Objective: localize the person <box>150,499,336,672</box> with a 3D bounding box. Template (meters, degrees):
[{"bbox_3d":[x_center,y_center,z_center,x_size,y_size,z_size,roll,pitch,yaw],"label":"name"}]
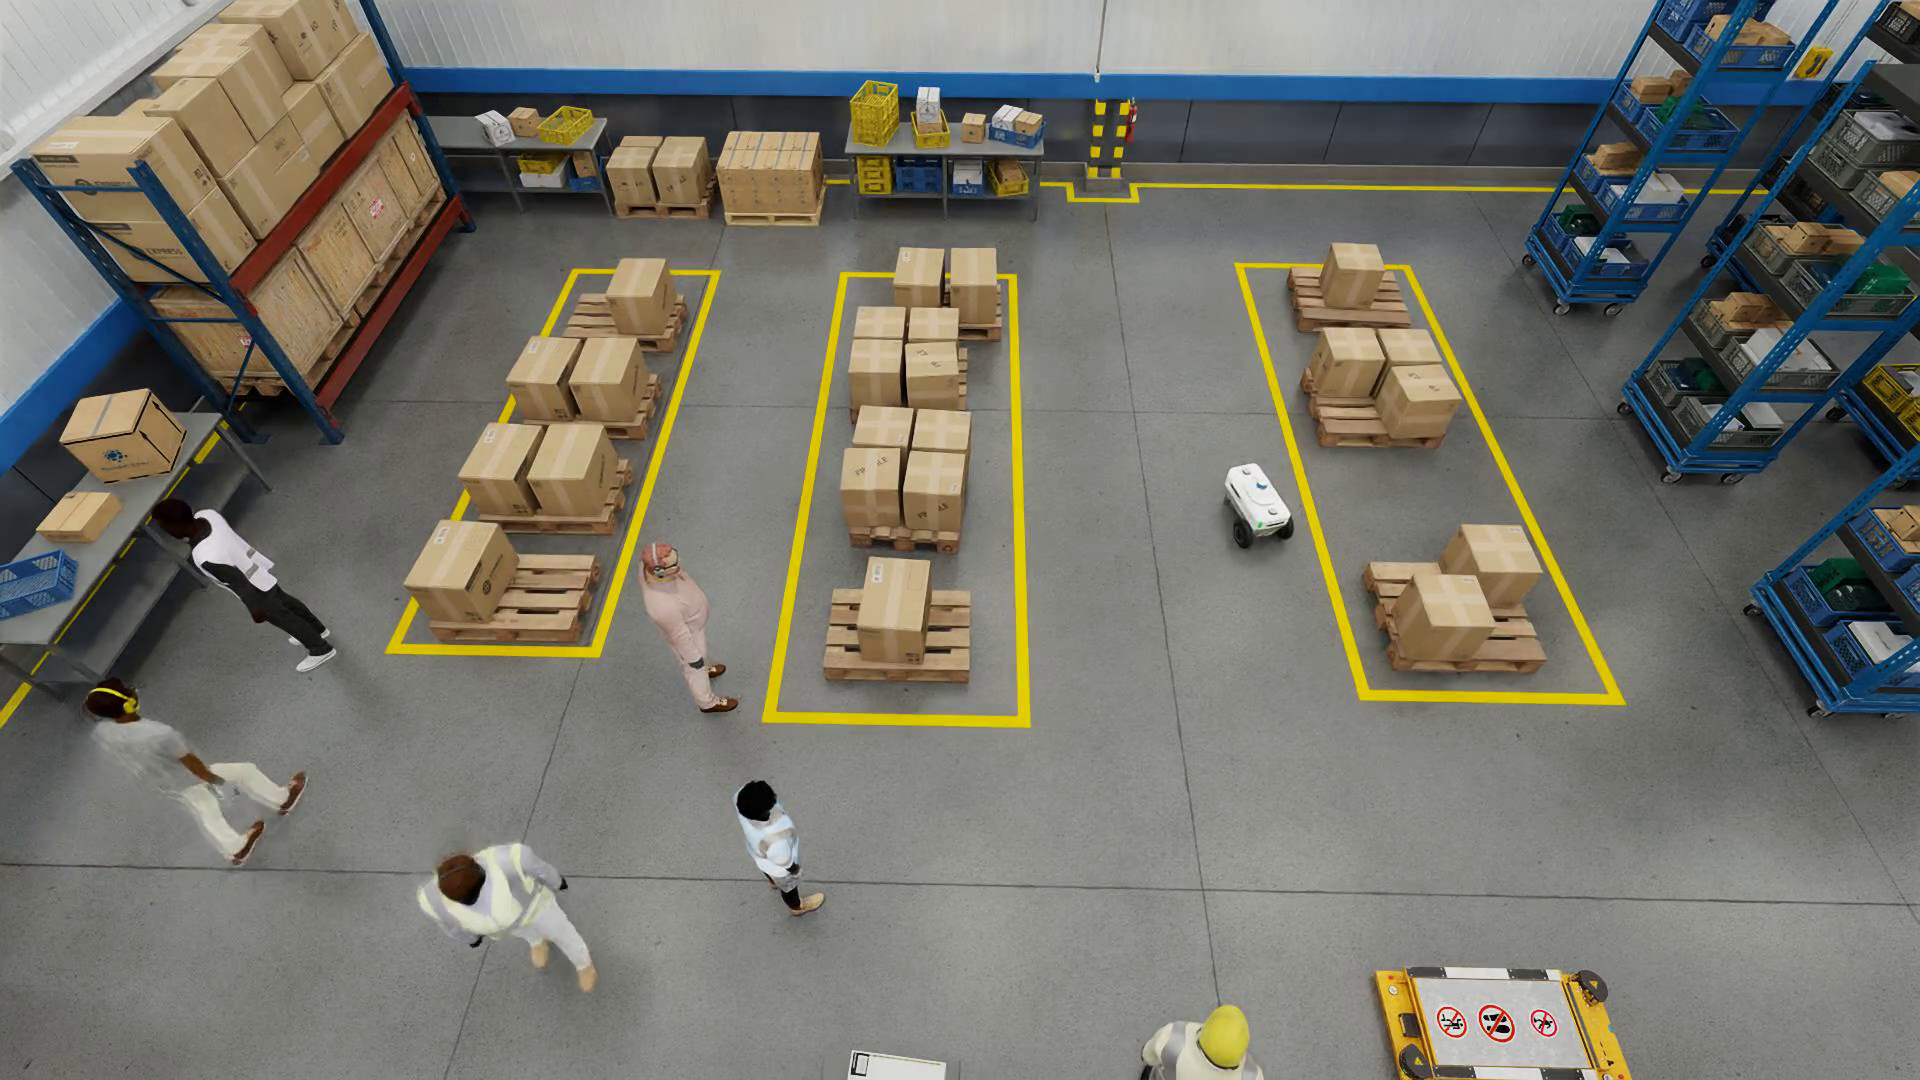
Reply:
[{"bbox_3d":[-5.516,0.336,7.139,0.374,1.917,0.597,-26,56,-20],"label":"person"}]

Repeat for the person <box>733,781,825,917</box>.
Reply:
[{"bbox_3d":[-1.191,1.990,5.932,0.318,1.697,0.535,-32,58,-24],"label":"person"}]

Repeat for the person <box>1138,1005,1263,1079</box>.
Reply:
[{"bbox_3d":[1.290,2.938,5.072,0.592,1.834,0.404,20,53,15],"label":"person"}]

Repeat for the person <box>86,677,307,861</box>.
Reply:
[{"bbox_3d":[-5.191,1.504,6.245,0.599,1.826,0.807,2,51,2],"label":"person"}]

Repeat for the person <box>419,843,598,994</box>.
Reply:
[{"bbox_3d":[-2.728,2.336,5.591,0.647,1.815,0.693,-21,54,-16],"label":"person"}]

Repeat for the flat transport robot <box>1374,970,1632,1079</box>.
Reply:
[{"bbox_3d":[3.501,3.133,5.914,1.431,0.197,0.652,1,51,1],"label":"flat transport robot"}]

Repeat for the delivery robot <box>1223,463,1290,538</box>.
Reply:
[{"bbox_3d":[2.763,-0.385,8.542,0.477,0.478,0.707,-12,52,-10],"label":"delivery robot"}]

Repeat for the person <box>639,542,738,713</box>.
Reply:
[{"bbox_3d":[-2.049,0.649,6.891,0.406,1.906,0.654,-19,53,-15],"label":"person"}]
